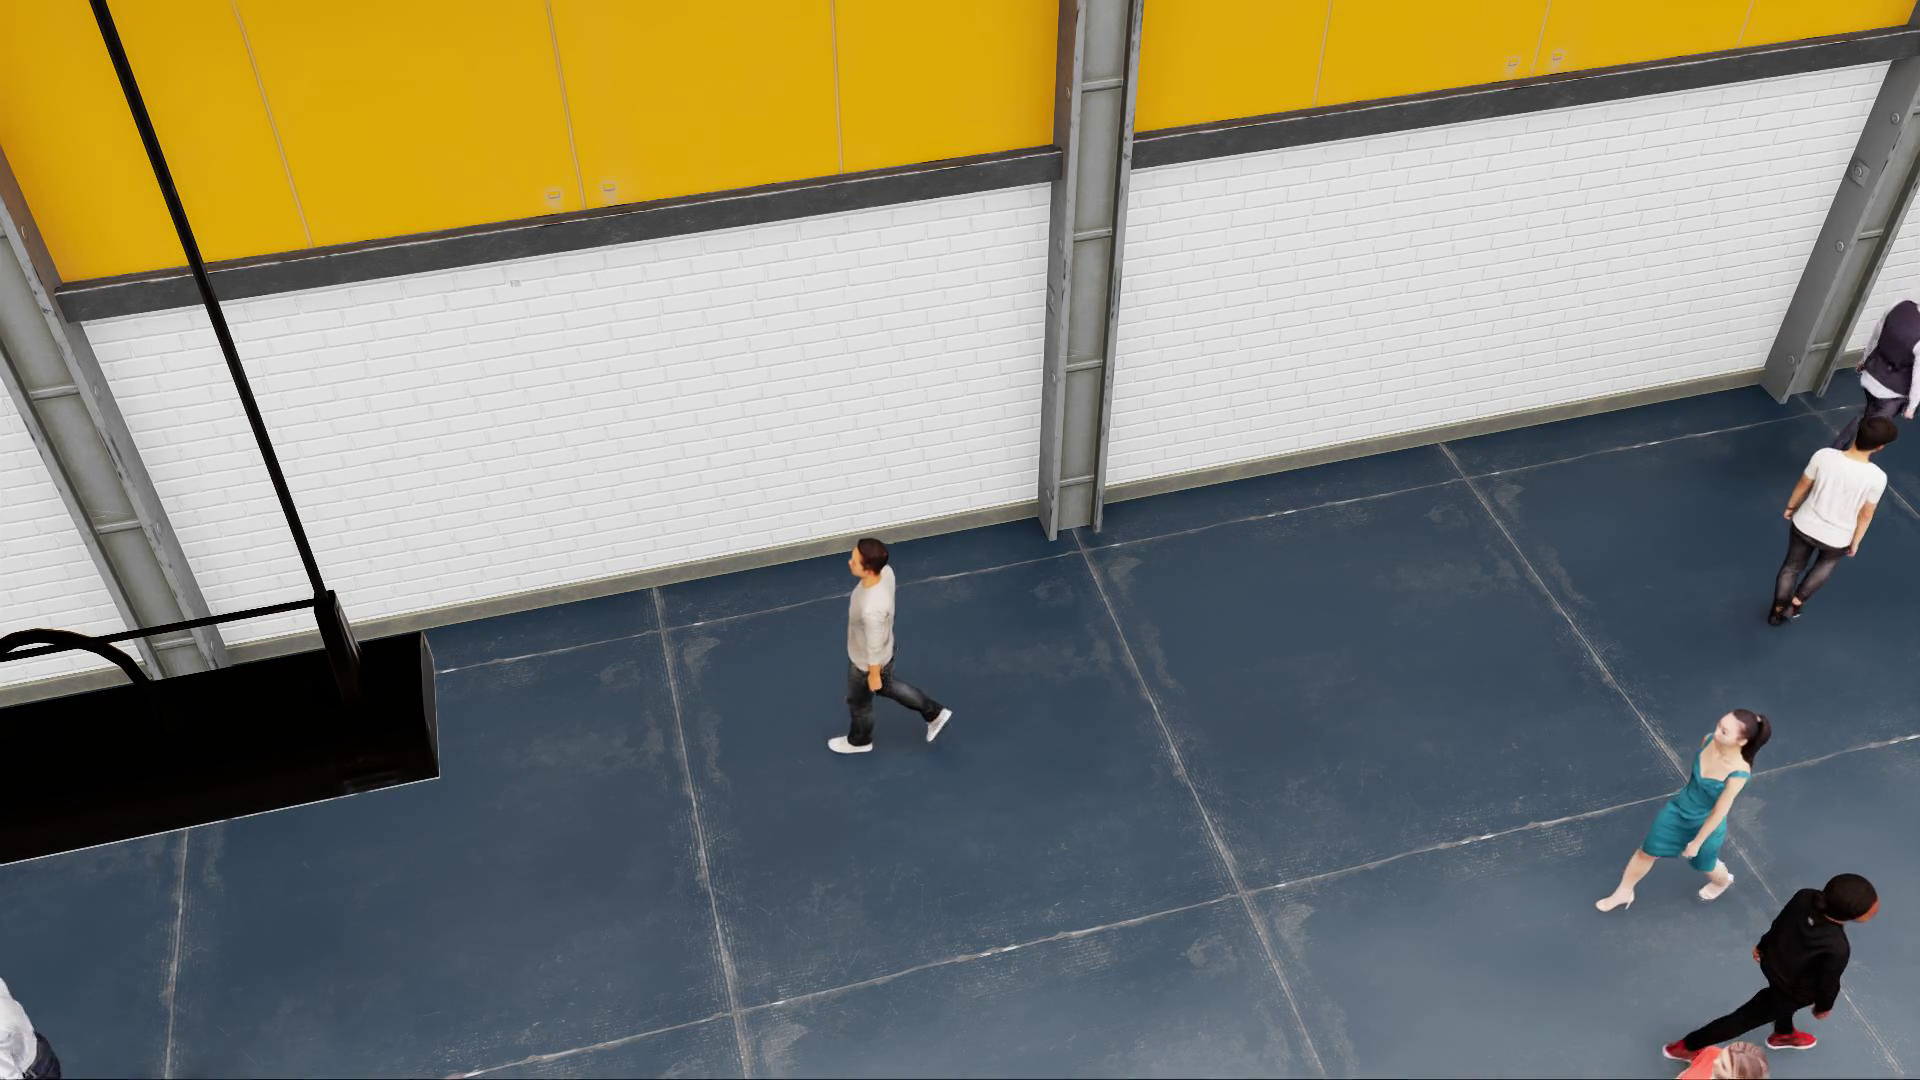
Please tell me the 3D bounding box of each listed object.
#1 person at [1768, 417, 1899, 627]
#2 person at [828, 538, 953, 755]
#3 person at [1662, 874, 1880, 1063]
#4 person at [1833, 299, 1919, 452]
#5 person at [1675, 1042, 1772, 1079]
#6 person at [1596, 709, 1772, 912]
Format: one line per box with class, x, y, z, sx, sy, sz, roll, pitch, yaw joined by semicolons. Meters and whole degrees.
person;5.555;-0.058;10.742;0.755;1.706;0.779;30;51;27
person;-0.431;0.666;9.921;1.085;1.792;0.828;0;44;0
person;4.096;2.227;8.398;1.151;1.632;0.758;-3;44;-3
person;6.448;-1.071;11.734;0.638;1.806;0.724;-8;44;-8
person;3.415;2.808;7.743;0.549;1.695;0.611;-6;44;-7
person;4.113;1.541;9.107;1.016;1.648;0.595;-8;44;-8
